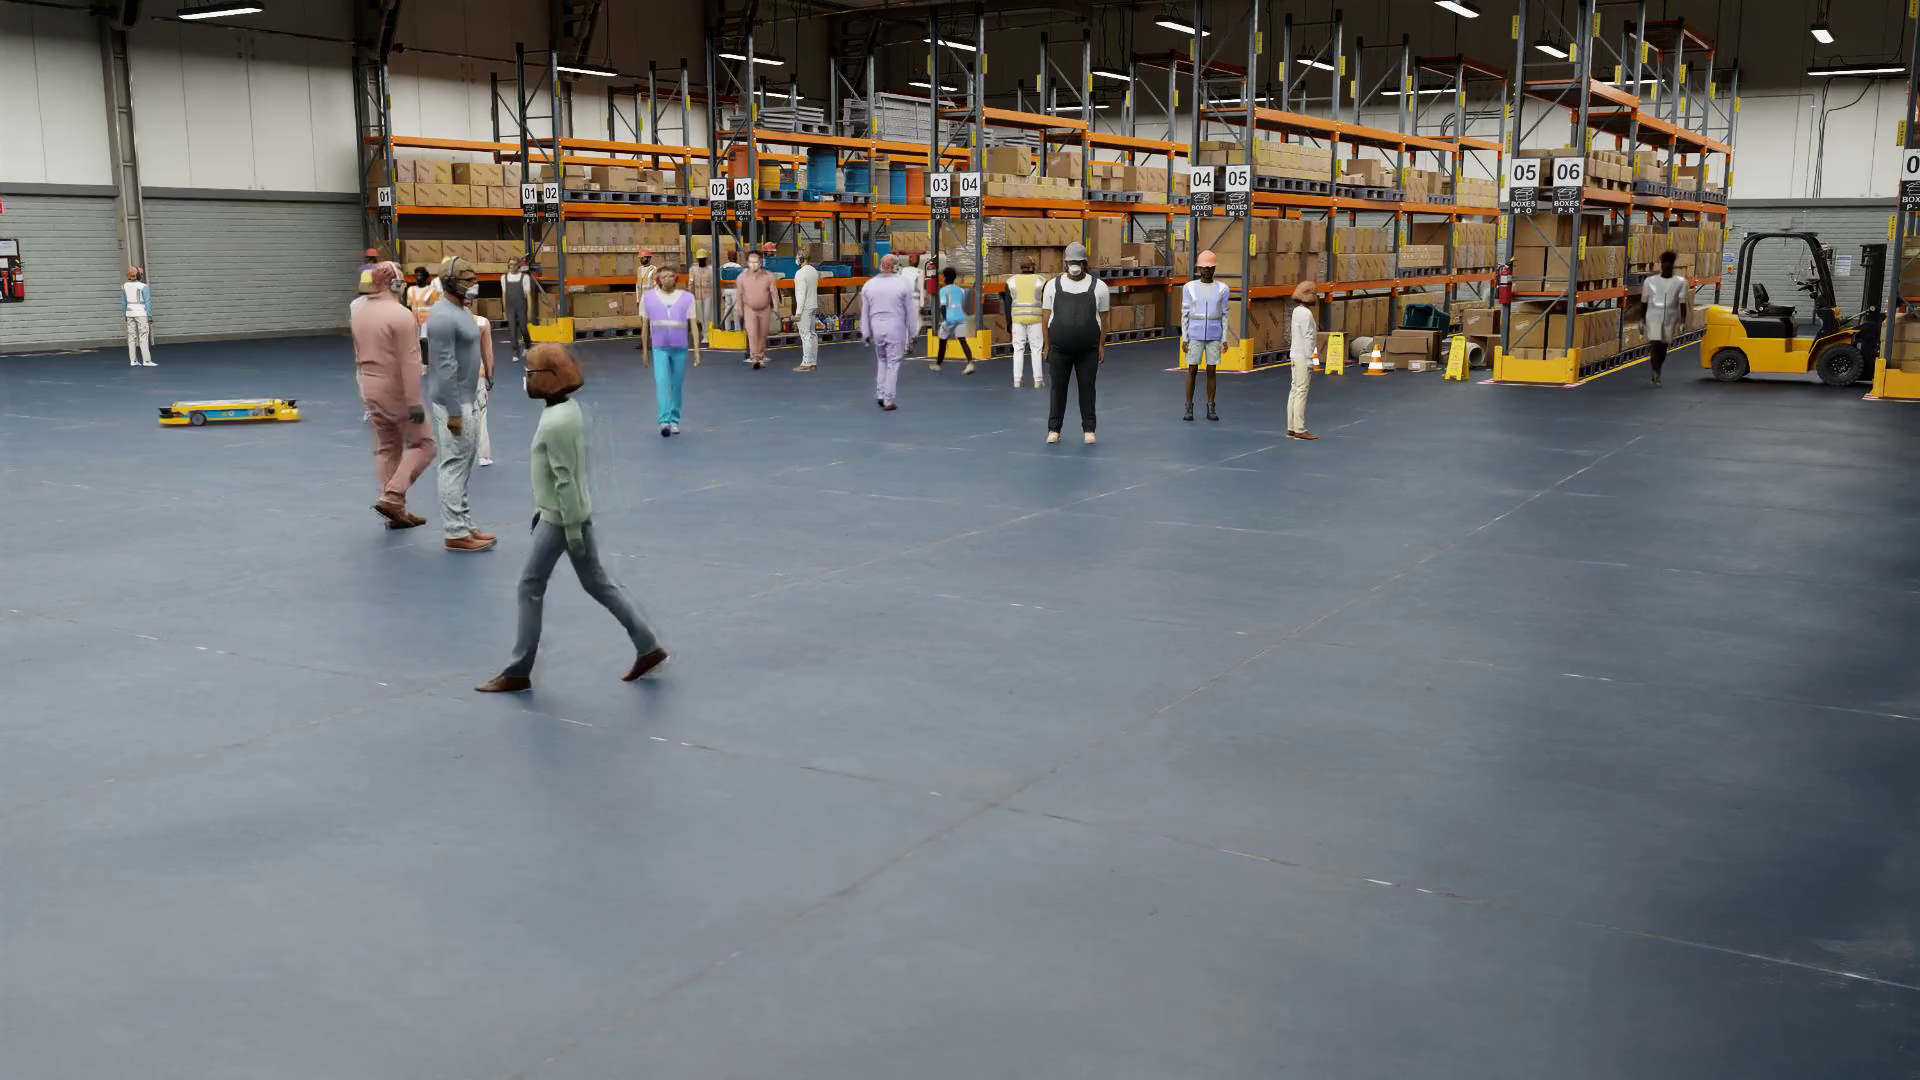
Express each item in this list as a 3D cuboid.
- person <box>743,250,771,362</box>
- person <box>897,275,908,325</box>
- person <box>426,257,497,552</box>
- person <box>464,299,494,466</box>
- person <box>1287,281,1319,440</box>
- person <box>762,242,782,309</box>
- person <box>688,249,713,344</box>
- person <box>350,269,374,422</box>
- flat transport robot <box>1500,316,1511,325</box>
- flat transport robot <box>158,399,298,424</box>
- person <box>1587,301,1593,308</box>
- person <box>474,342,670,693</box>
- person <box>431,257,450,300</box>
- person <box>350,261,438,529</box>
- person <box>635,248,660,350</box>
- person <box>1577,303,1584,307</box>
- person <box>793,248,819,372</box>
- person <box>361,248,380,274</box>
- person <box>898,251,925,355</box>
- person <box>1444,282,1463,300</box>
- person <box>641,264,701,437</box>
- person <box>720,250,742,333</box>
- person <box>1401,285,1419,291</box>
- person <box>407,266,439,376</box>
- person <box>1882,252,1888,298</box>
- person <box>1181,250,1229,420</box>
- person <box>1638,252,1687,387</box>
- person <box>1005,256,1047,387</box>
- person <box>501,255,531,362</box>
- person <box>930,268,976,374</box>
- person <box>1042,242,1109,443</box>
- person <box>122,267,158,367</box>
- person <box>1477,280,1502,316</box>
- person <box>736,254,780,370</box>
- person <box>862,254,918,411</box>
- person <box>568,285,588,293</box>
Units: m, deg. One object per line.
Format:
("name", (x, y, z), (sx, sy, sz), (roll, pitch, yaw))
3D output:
("person", (-3.406, -3.970, 28.307), (0.621, 1.898, 0.632), (0, 10, 3))
("person", (-1.064, -3.396, 25.265), (0.577, 1.843, 0.522), (-3, 10, -15))
("person", (-3.300, -0.886, 10.954), (0.374, 1.935, 0.625), (-1, 10, -5))
("person", (-4.502, -1.472, 15.105), (0.530, 1.627, 0.322), (-3, 10, -14))
("person", (3.556, -1.854, 17.211), (0.287, 1.635, 0.499), (-1, 10, -5))
("person", (-3.934, -5.132, 34.429), (0.370, 2.044, 0.608), (9, 14, 42))
("person", (-5.190, -4.885, 33.466), (0.598, 1.894, 0.858), (2, 10, 13))
("person", (-6.571, -2.159, 18.651), (0.496, 1.729, 0.393), (-6, 12, -30))
("flat transport robot", (13.400, -5.381, 40.784), (0.652, 0.197, 1.431), (1, 10, 8))
("flat transport robot", (-8.276, -1.464, 18.847), (1.431, 0.197, 0.652), (-4, 11, -22))
("person", (15.822, -6.420, 42.002), (0.634, 1.917, 0.899), (4, 11, 20))
("person", (-1.751, -0.099, 7.517), (0.852, 1.599, 0.495), (0, 10, -3))
("person", (-8.352, -3.717, 27.214), (0.619, 1.782, 0.946), (-2, 10, -12))
("person", (-3.976, -1.005, 11.707), (0.676, 1.893, 0.412), (8, 13, 38))
("person", (-5.977, -4.599, 31.738), (0.543, 1.938, 0.357), (6, 12, 30))
("person", (15.403, -6.351, 41.550), (0.373, 1.940, 0.628), (-3, 11, -16))
("person", (-2.446, -3.633, 26.328), (0.370, 1.939, 0.631), (3, 11, 16))
("person", (-12.227, -5.094, 34.560), (0.568, 1.920, 0.517), (7, 12, 35))
("person", (-0.880, -4.309, 30.295), (0.587, 1.864, 0.416), (4, 11, 21))
("person", (12.454, -6.368, 42.017), (0.463, 1.806, 0.662), (4, 11, 20))
("person", (-3.022, -1.974, 17.403), (0.595, 1.797, 0.936), (-2, 10, -13))
("person", (-4.908, -5.321, 35.939), (0.573, 1.883, 0.359), (6, 12, 32))
("person", (11.432, -6.360, 41.959), (0.760, 1.809, 0.630), (-5, 11, -24))
("person", (-8.203, -3.365, 25.544), (0.538, 1.678, 0.704), (3, 11, 19))
("person", (20.427, -5.547, 37.076), (0.594, 1.924, 0.384), (-8, 13, -38))
("person", (2.800, -2.328, 19.013), (0.542, 1.939, 0.365), (0, 10, 1))
("person", (10.011, -3.149, 23.711), (0.605, 1.911, 1.033), (2, 10, 12))
("person", (0.946, -3.059, 23.393), (0.624, 1.840, 0.430), (2, 10, 10))
("person", (-7.597, -3.970, 28.554), (0.502, 1.828, 0.634), (0, 10, -2))
("person", (-0.093, -3.403, 25.860), (0.559, 1.636, 0.929), (-9, 13, -40))
("person", (1.162, -1.987, 16.820), (0.683, 2.000, 0.538), (1, 10, 5))
("person", (-13.517, -3.666, 27.347), (0.523, 1.638, 0.311), (3, 10, 14))
("person", (13.426, -6.408, 42.217), (0.942, 1.830, 0.529), (-4, 11, -20))
("person", (-3.247, -3.667, 26.774), (0.656, 1.846, 1.022), (-3, 10, -14))
("person", (-0.825, -2.524, 20.248), (0.661, 1.884, 0.589), (4, 11, 21))
("person", (-8.926, -5.781, 38.490), (0.562, 1.880, 0.886), (3, 11, 16))
